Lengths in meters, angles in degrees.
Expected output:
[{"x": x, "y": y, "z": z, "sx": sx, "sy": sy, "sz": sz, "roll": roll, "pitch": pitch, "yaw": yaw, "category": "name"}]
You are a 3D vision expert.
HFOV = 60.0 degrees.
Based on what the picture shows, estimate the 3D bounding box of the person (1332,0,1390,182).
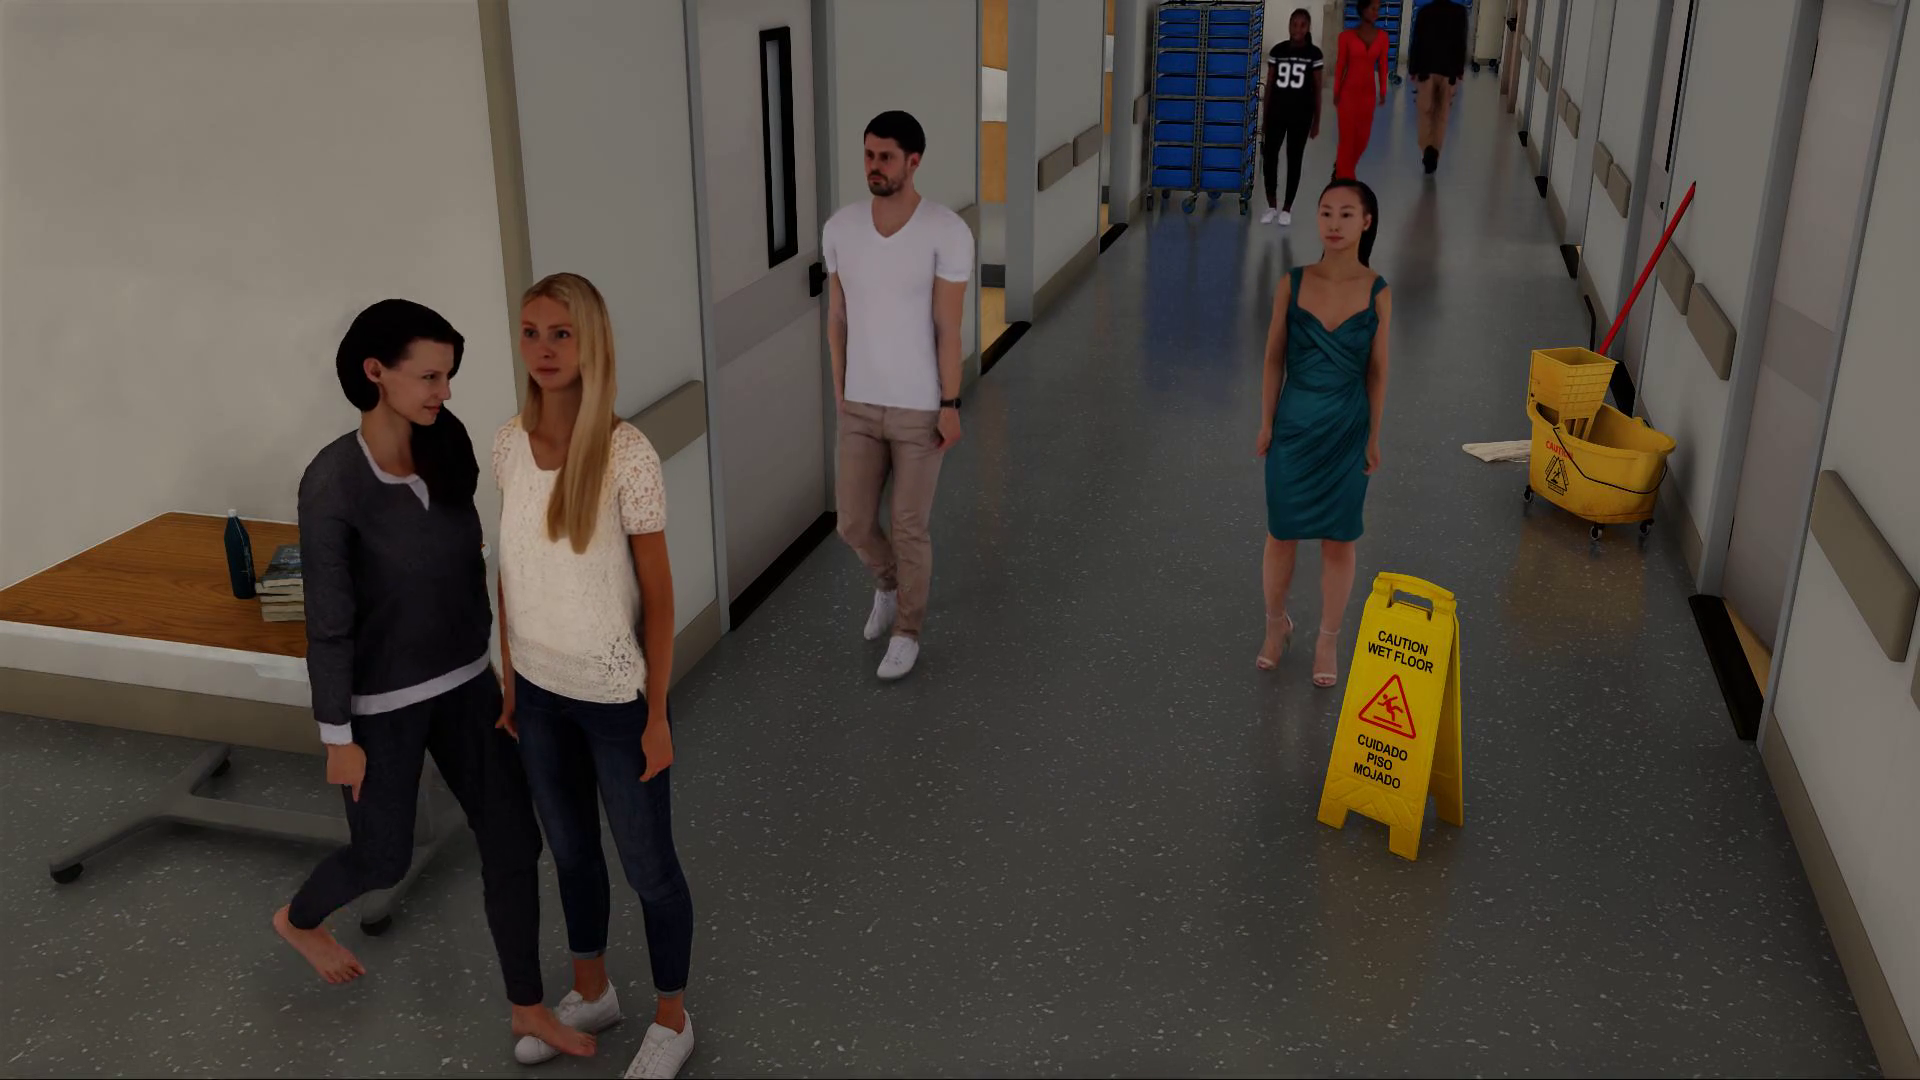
[{"x": 3.528, "y": -3.931, "z": 14.851, "sx": 0.884, "sy": 1.760, "sz": 1.161, "roll": -2, "pitch": 21, "yaw": -5, "category": "person"}]

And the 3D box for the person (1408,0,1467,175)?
[{"x": 4.645, "y": -4.519, "z": 16.211, "sx": 0.837, "sy": 1.895, "sz": 1.240, "roll": 2, "pitch": 21, "yaw": 4, "category": "person"}]

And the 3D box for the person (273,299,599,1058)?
[{"x": -1.267, "y": 0.338, "z": 3.622, "sx": 0.928, "sy": 1.729, "sz": 1.124, "roll": 11, "pitch": 23, "yaw": 27, "category": "person"}]

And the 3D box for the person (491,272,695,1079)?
[{"x": -0.772, "y": 0.334, "z": 3.521, "sx": 0.656, "sy": 1.808, "sz": 0.595, "roll": 12, "pitch": 24, "yaw": 29, "category": "person"}]

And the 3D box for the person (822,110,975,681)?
[{"x": -0.173, "y": -0.471, "z": 5.574, "sx": 0.704, "sy": 1.860, "sz": 0.729, "roll": 8, "pitch": 22, "yaw": 19, "category": "person"}]

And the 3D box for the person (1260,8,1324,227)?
[{"x": 2.733, "y": -3.474, "z": 13.693, "sx": 0.669, "sy": 1.725, "sz": 0.676, "roll": 8, "pitch": 22, "yaw": 20, "category": "person"}]

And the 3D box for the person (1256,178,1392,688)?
[{"x": 1.189, "y": -0.336, "z": 5.464, "sx": 0.565, "sy": 1.686, "sz": 0.497, "roll": 7, "pitch": 22, "yaw": 18, "category": "person"}]
